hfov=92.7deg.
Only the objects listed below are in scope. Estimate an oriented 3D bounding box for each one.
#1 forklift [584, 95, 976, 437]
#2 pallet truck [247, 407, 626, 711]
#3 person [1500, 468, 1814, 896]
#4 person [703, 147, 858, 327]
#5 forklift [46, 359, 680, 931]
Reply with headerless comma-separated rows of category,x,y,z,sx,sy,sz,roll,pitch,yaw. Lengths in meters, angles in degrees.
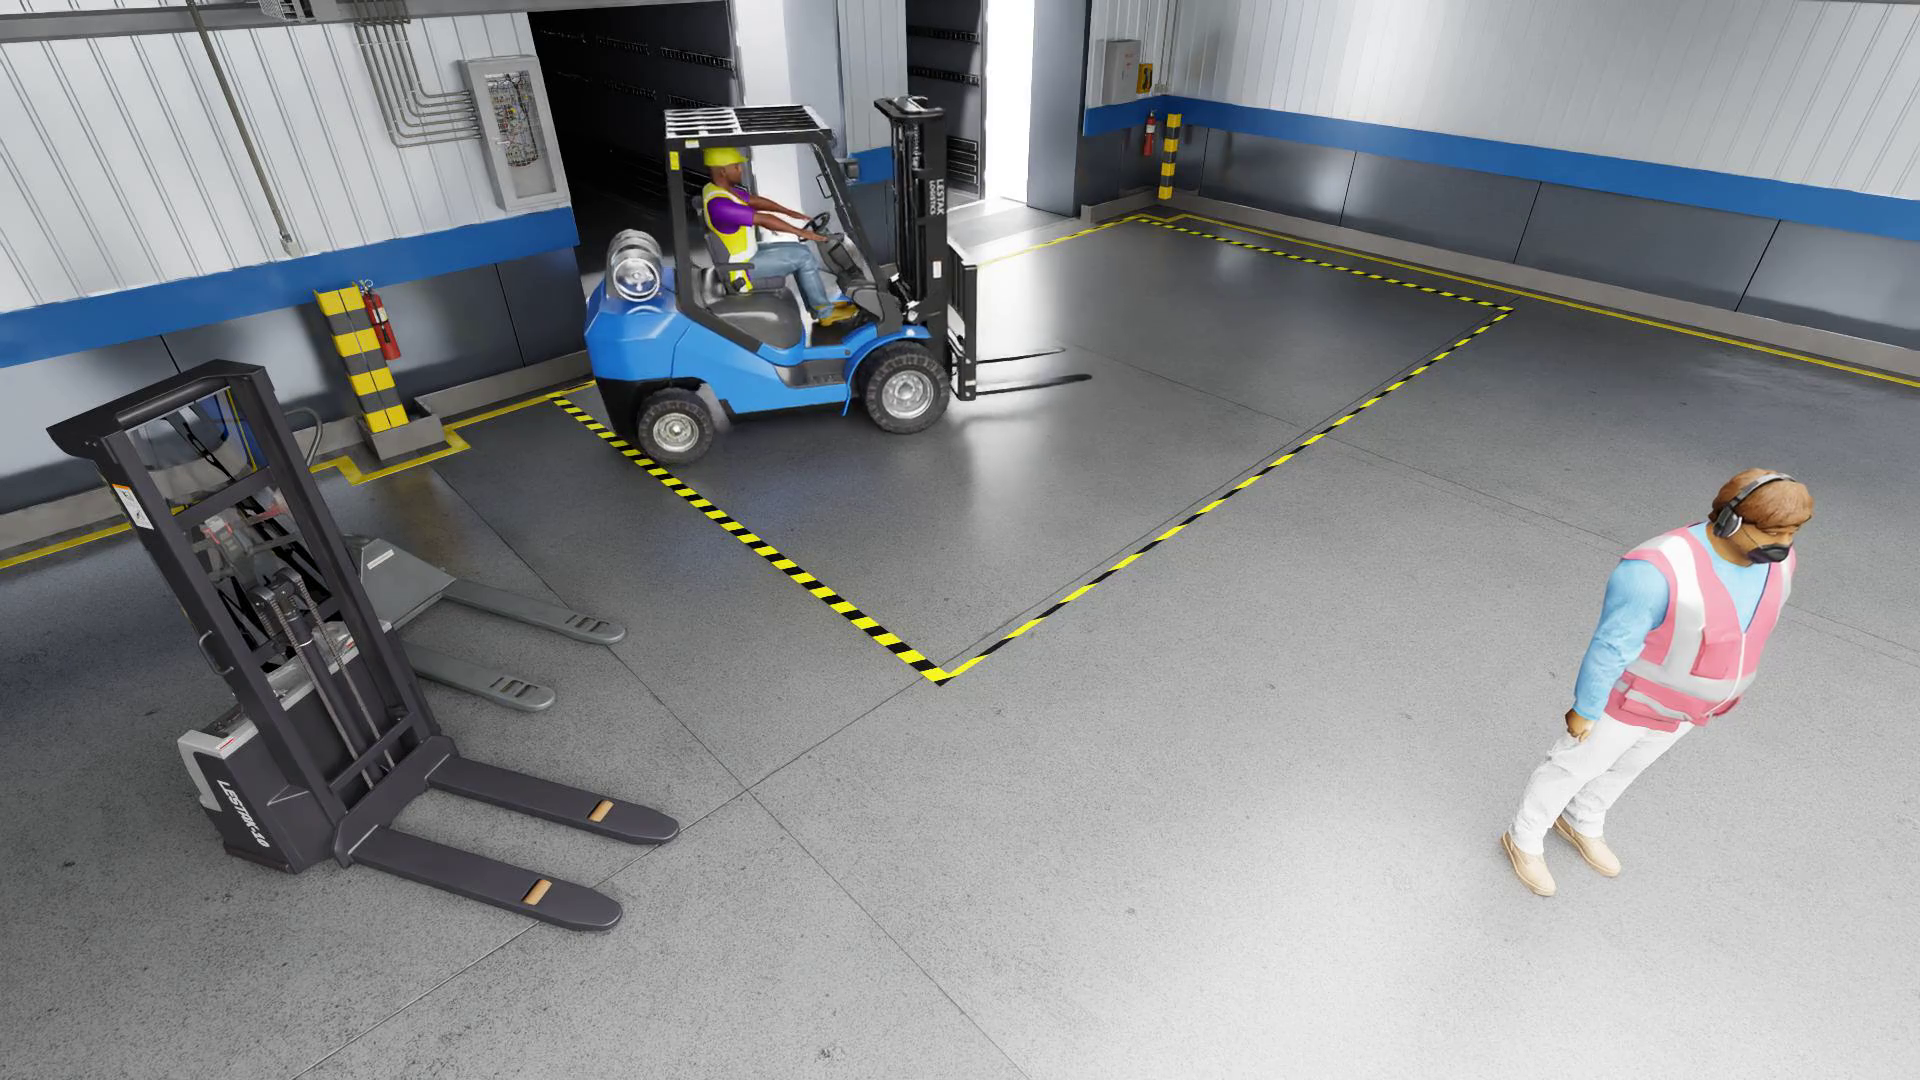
forklift,-1.318,-1.974,6.560,2.680,2.036,1.157,-9,35,-13
pallet truck,-2.628,0.038,4.590,1.601,1.201,0.680,12,36,18
person,2.476,0.559,3.289,0.632,1.841,0.429,-8,35,-12
person,-1.259,-2.133,6.462,1.004,1.294,0.635,-9,35,-13
forklift,-2.135,0.422,3.354,1.885,1.965,0.823,10,35,14
